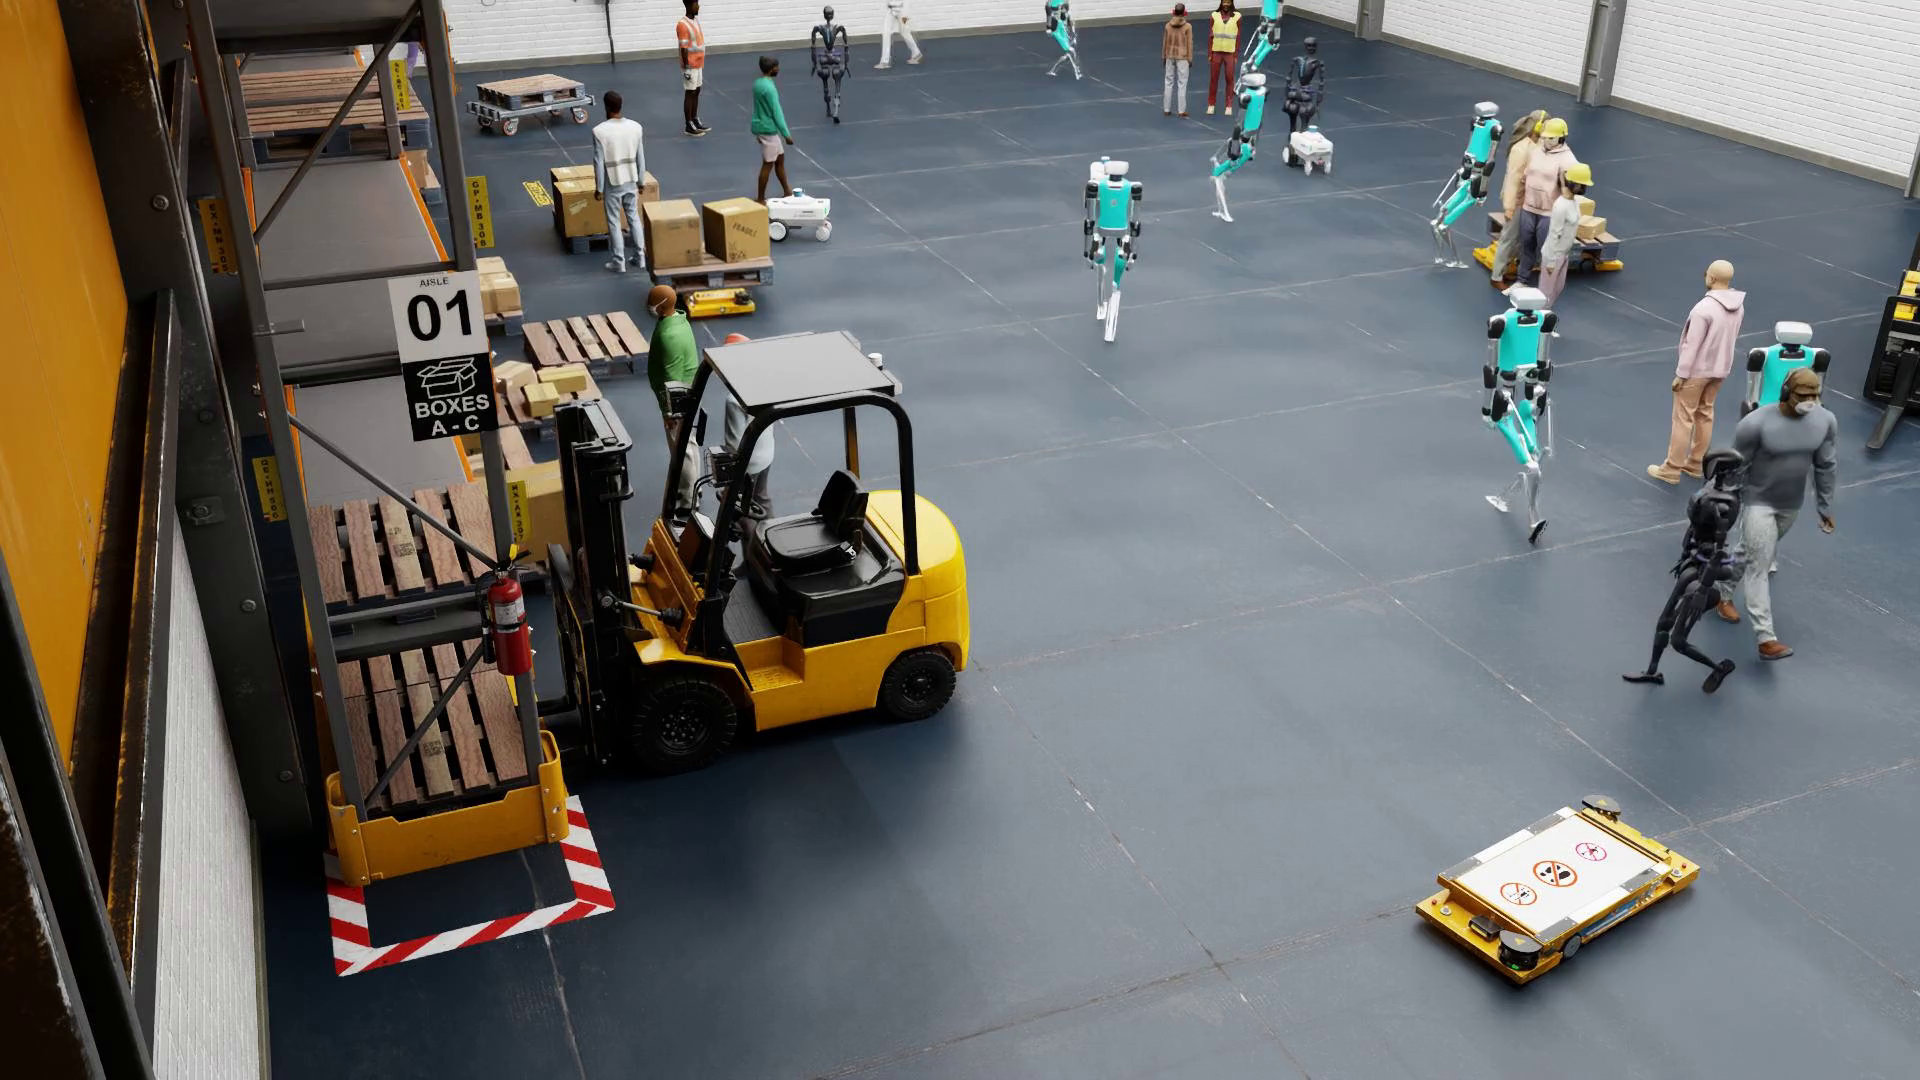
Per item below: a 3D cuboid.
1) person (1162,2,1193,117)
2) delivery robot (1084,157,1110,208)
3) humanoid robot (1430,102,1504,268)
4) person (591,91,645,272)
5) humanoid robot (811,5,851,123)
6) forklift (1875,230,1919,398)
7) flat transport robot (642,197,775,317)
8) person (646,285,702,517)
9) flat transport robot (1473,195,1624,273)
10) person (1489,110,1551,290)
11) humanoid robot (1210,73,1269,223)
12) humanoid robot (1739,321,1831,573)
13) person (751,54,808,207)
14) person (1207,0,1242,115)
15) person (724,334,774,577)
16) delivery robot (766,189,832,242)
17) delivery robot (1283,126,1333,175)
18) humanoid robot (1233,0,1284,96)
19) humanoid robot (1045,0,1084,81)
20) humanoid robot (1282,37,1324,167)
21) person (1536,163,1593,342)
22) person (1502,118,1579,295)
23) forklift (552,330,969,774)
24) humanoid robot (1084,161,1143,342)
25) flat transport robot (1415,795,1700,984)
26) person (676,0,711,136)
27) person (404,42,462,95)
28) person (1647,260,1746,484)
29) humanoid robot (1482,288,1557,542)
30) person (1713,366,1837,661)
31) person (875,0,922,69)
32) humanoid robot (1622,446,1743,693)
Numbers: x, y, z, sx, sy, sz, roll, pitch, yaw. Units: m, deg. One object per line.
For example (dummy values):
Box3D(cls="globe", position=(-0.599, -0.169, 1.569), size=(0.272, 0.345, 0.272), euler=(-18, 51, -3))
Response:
Box3D(cls="person", position=(3.196, -7.075, 24.530), size=(0.468, 1.646, 0.326), euler=(12, 29, 23))
Box3D(cls="delivery robot", position=(1.774, -4.402, 20.389), size=(0.499, 0.563, 0.738), euler=(1, 27, 3))
Box3D(cls="humanoid robot", position=(5.356, -3.771, 17.877), size=(0.710, 1.807, 0.530), euler=(-6, 27, -13))
Box3D(cls="person", position=(-3.618, -3.817, 17.760), size=(0.606, 1.908, 0.404), euler=(-23, 35, -38))
Box3D(cls="humanoid robot", position=(-1.901, -6.954, 24.295), size=(0.589, 1.635, 0.739), euler=(-1, 27, -1))
Box3D(cls="forklift", position=(9.029, -2.397, 14.618), size=(1.214, 2.155, 2.313), euler=(18, 32, 32))
Box3D(cls="flat transport robot", position=(-2.581, -2.633, 17.225), size=(0.659, 0.231, 1.431), euler=(-7, 28, -14))
Box3D(cls="person", position=(-2.113, -1.042, 12.385), size=(0.385, 1.776, 0.546), euler=(-2, 27, -4))
Box3D(cls="flat transport robot", position=(6.428, -3.115, 18.184), size=(1.431, 0.231, 0.659), euler=(-2, 27, -4))
Box3D(cls="person", position=(5.780, -3.519, 17.219), size=(0.419, 1.864, 0.637), euler=(20, 33, 34))
Box3D(cls="humanoid robot", position=(3.143, -4.557, 19.479), size=(0.825, 1.833, 0.563), euler=(19, 32, 33))
Box3D(cls="humanoid robot", position=(5.708, -0.575, 11.525), size=(0.556, 1.730, 0.984), euler=(4, 27, 8))
Box3D(cls="person", position=(-2.178, -4.910, 20.026), size=(0.752, 1.822, 0.518), euler=(-9, 28, -17))
Box3D(cls="person", position=(3.914, -7.225, 24.696), size=(0.470, 1.764, 0.365), euler=(6, 27, 12))
Box3D(cls="person", position=(-1.475, -0.589, 11.524), size=(0.350, 1.737, 0.572), euler=(9, 28, 17))
Box3D(cls="delivery robot", position=(-1.867, -3.720, 19.085), size=(0.813, 0.609, 0.499), euler=(1, 27, 1))
Box3D(cls="delivery robot", position=(4.618, -5.159, 21.935), size=(0.499, 0.599, 0.774), euler=(-5, 27, -10))
Box3D(cls="humanoid robot", position=(4.577, -7.757, 25.873), size=(0.834, 1.855, 0.560), euler=(-12, 29, -22))
Box3D(cls="humanoid robot", position=(1.766, -8.344, 27.045), size=(0.940, 1.827, 0.542), euler=(23, 34, 38))
Box3D(cls="humanoid robot", position=(4.526, -5.799, 21.977), size=(0.583, 1.636, 0.603), euler=(20, 33, 34))
Box3D(cls="person", position=(5.663, -2.686, 15.678), size=(0.364, 1.753, 0.573), euler=(16, 31, 29))
Box3D(cls="person", position=(5.927, -3.351, 16.875), size=(0.409, 1.866, 0.792), euler=(-17, 31, -29))
Box3D(cls="forklift", position=(-1.094, 0.010, 9.831), size=(2.313, 2.155, 1.214), euler=(-10, 28, -20))
Box3D(cls="humanoid robot", position=(1.460, -2.847, 16.072), size=(0.536, 1.767, 1.034), euler=(2, 27, 4))
Box3D(cls="flat transport robot", position=(3.068, 1.757, 8.492), size=(1.431, 0.231, 0.659), euler=(-17, 31, -31))
Box3D(cls="person", position=(-3.768, -6.724, 23.475), size=(0.363, 1.963, 0.611), euler=(5, 27, 10))
Box3D(cls="person", position=(-8.391, -7.818, 25.837), size=(0.989, 1.788, 0.584), euler=(1, 27, 1))
Box3D(cls="person", position=(5.758, -1.287, 12.874), size=(0.537, 1.775, 0.410), euler=(-14, 30, -26))
Box3D(cls="humanoid robot", position=(4.194, -0.877, 12.113), size=(0.545, 1.769, 0.943), euler=(-7, 27, -13))
Box3D(cls="person", position=(5.210, -0.186, 10.551), size=(0.639, 1.885, 1.037), euler=(-5, 27, -9))
Box3D(cls="person", position=(-1.034, -8.886, 27.908), size=(0.925, 1.846, 0.582), euler=(-22, 34, -37))
Box3D(cls="humanoid robot", position=(4.486, 0.183, 10.075), size=(0.613, 1.626, 0.616), euler=(5, 27, 9))
